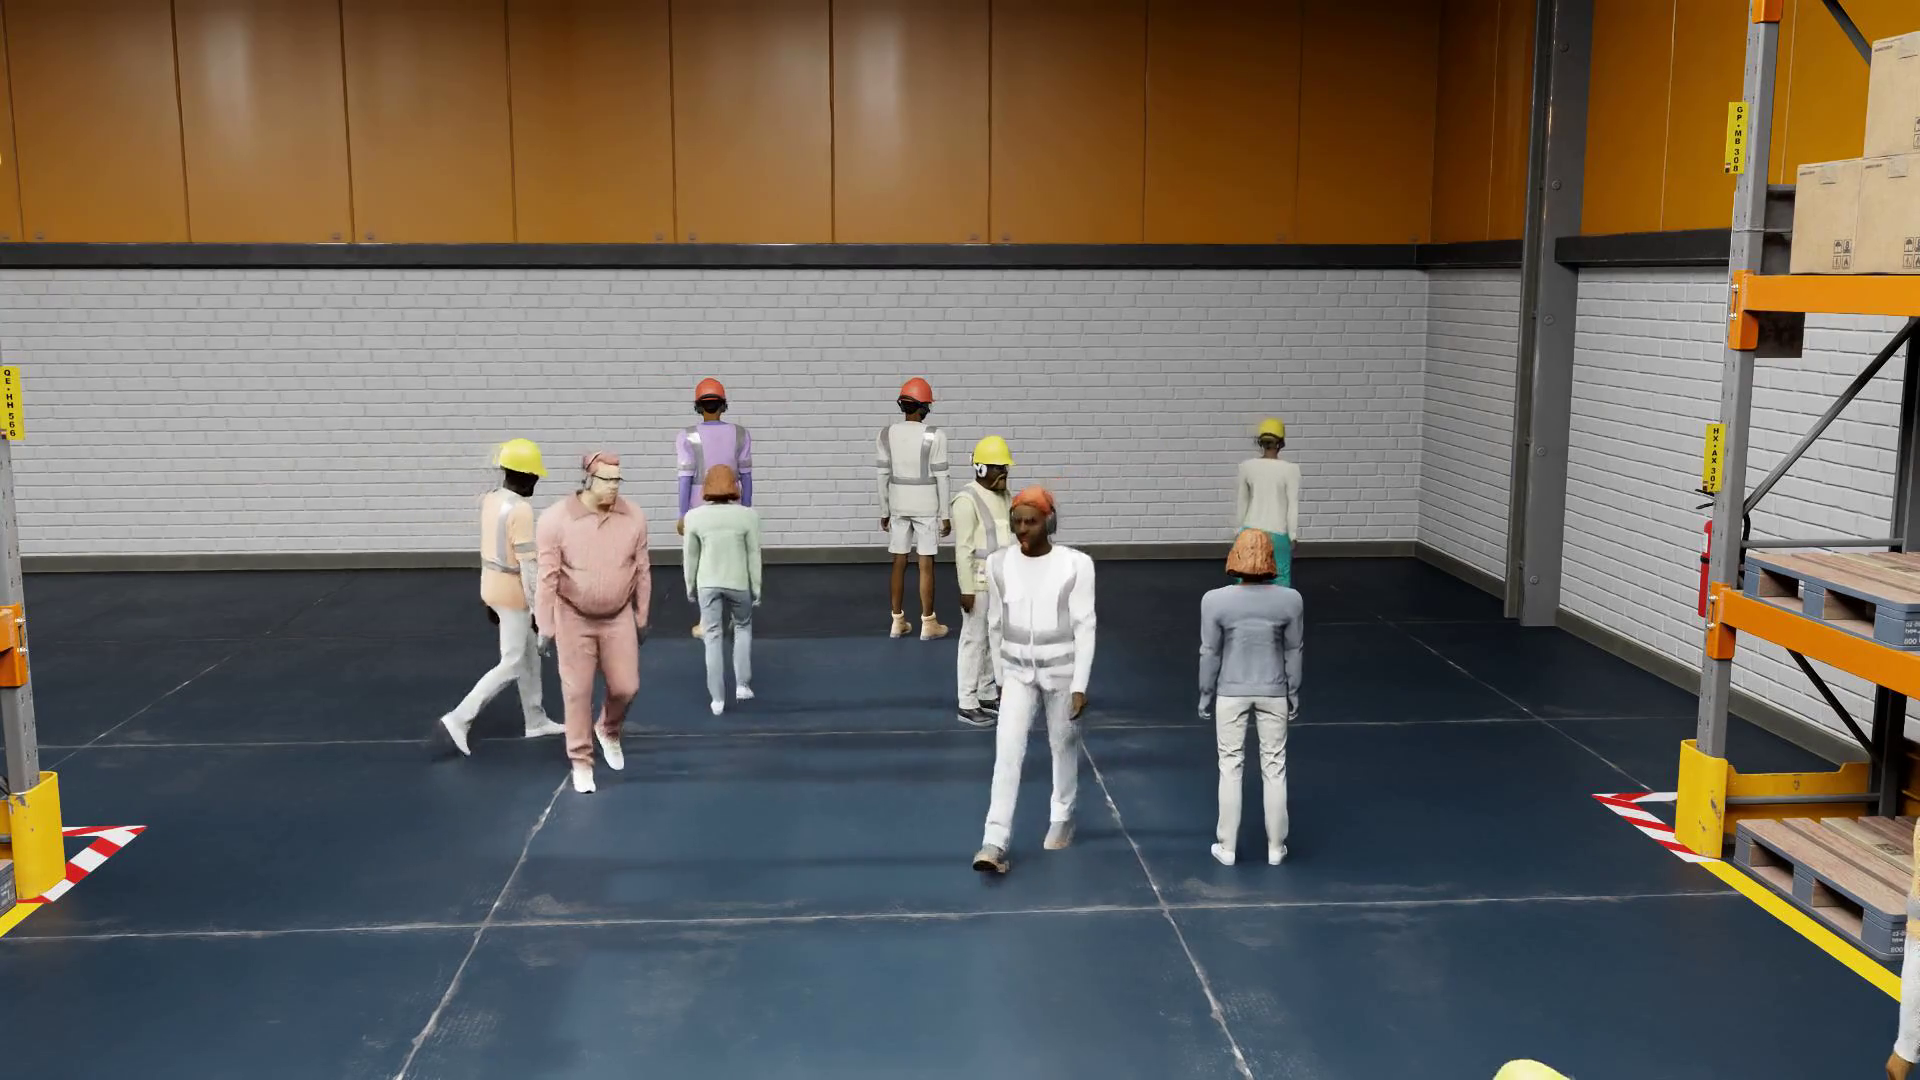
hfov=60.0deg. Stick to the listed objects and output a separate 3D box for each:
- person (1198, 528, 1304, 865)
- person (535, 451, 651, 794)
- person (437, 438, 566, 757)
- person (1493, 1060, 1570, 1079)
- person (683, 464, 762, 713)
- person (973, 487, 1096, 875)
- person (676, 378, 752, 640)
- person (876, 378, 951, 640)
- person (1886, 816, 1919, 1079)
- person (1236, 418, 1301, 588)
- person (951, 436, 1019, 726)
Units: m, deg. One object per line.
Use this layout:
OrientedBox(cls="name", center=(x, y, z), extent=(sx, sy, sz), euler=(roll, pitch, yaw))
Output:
OrientedBox(cls="person", center=(1.394, 0.755, 7.989), extent=(0.498, 1.634, 0.281), euler=(1, 9, 4))
OrientedBox(cls="person", center=(-2.021, 0.445, 9.167), extent=(0.690, 1.884, 0.449), euler=(-4, 10, -25))
OrientedBox(cls="person", center=(-2.725, 0.334, 9.886), extent=(0.835, 1.888, 0.588), euler=(-6, 11, -35))
OrientedBox(cls="person", center=(0.848, 1.597, 2.457), extent=(0.518, 1.716, 0.929), euler=(-5, 10, -27))
OrientedBox(cls="person", center=(-1.545, 0.305, 10.891), extent=(0.510, 1.613, 0.574), euler=(-1, 9, -4))
OrientedBox(cls="person", center=(0.356, 0.670, 7.929), extent=(0.581, 1.823, 1.007), euler=(3, 10, 18))
OrientedBox(cls="person", center=(-1.923, -0.242, 12.977), extent=(0.611, 2.040, 0.392), euler=(-5, 10, -27))
OrientedBox(cls="person", center=(-0.345, -0.240, 12.959), extent=(0.615, 2.043, 0.373), euler=(4, 10, 23))
OrientedBox(cls="person", center=(2.609, 1.226, 4.108), extent=(0.551, 1.939, 0.374), euler=(3, 10, 19))
OrientedBox(cls="person", center=(2.424, -0.093, 13.043), extent=(0.543, 1.723, 0.832), euler=(5, 10, 30))
OrientedBox(cls="person", center=(0.178, 0.249, 10.555), extent=(0.404, 1.827, 0.600), euler=(5, 10, 29))
